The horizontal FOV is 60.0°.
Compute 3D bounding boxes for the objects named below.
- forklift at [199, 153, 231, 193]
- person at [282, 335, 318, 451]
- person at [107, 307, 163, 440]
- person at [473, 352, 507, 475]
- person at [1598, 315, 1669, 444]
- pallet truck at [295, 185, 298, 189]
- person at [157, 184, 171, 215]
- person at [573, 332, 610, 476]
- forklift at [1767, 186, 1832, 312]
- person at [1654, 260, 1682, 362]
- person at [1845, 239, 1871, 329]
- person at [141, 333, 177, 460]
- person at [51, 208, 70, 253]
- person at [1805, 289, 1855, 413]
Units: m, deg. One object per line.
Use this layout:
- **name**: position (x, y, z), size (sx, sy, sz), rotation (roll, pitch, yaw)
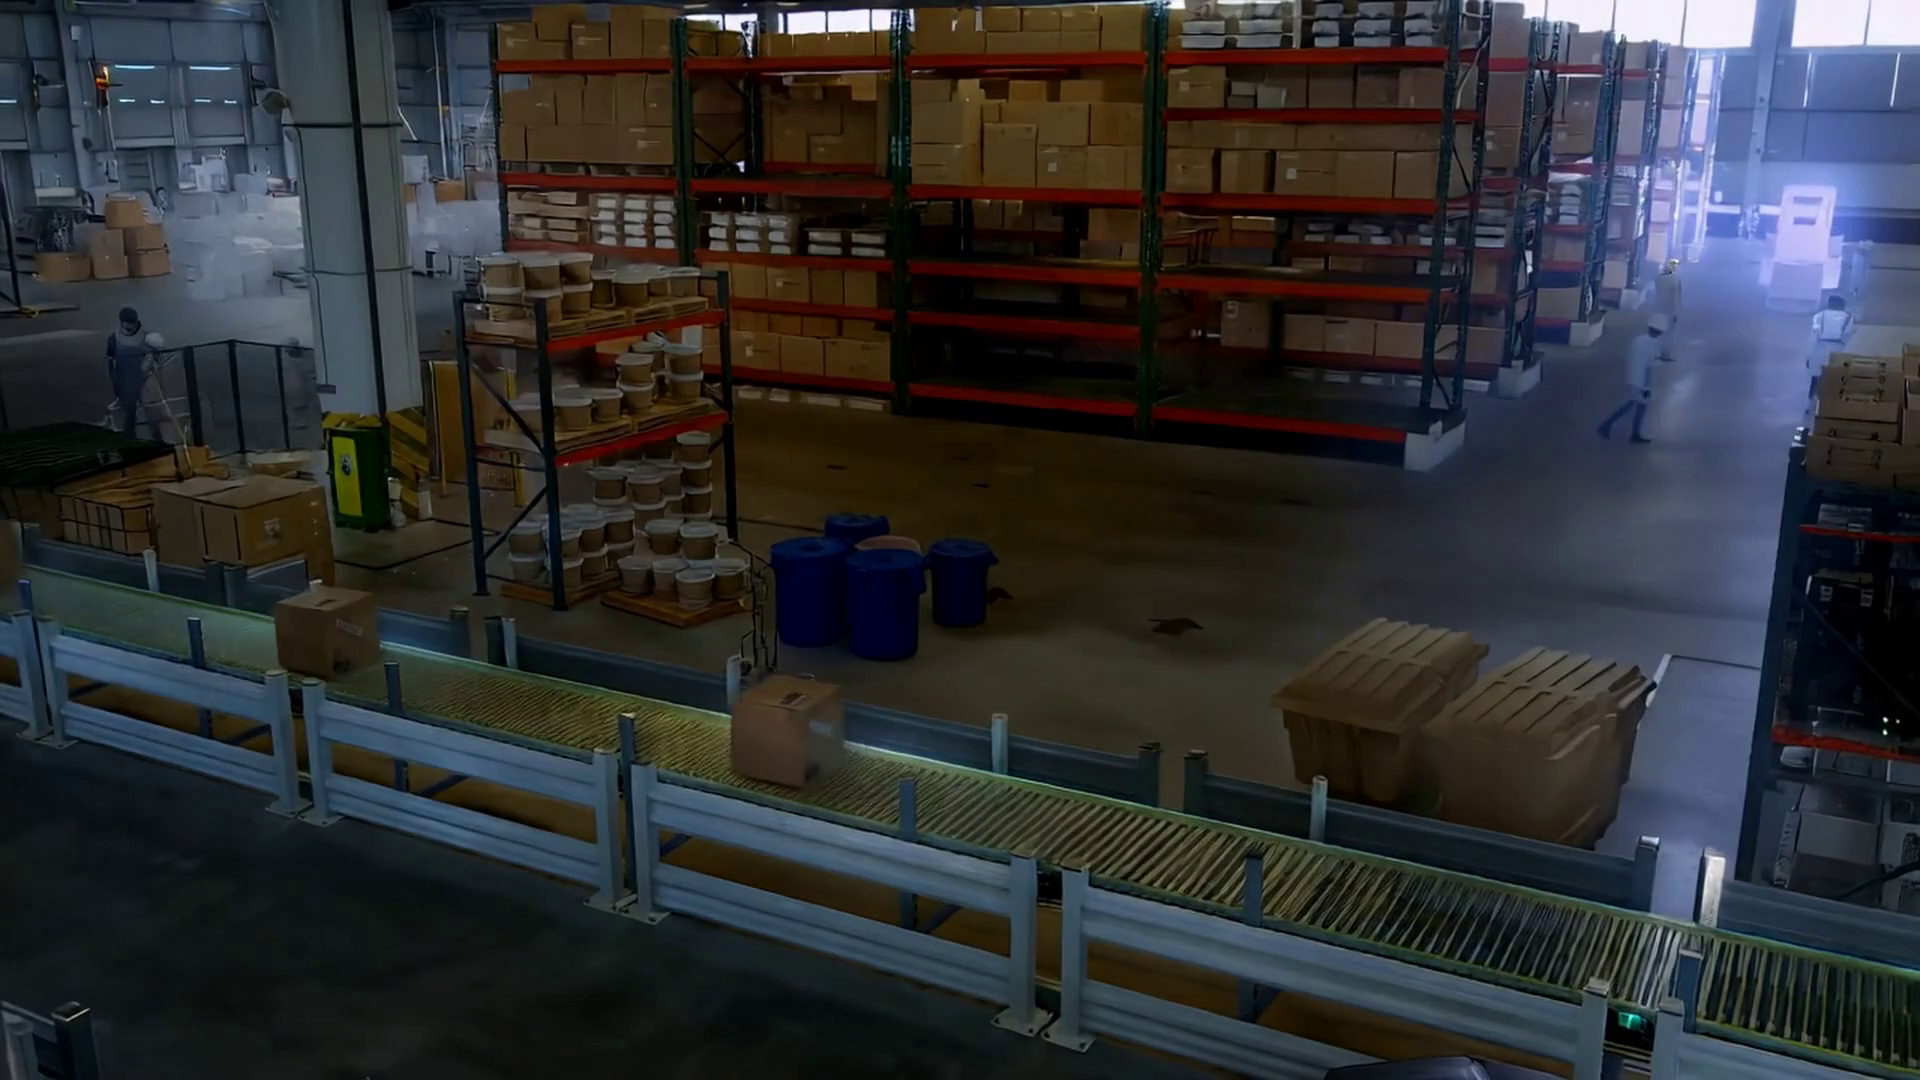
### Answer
- **forklift**: position (-27.440, -12.865, 61.464), size (1.873, 2.768, 1.129), rotation (8, 17, 28)
- **person**: position (-8.919, -1.923, 22.555), size (0.826, 1.706, 0.594), rotation (6, 16, 20)
- **person**: position (-11.357, -2.190, 22.941), size (0.678, 2.000, 0.537), rotation (-6, 16, -20)
- **person**: position (-6.148, -1.639, 21.674), size (0.339, 1.624, 0.504), rotation (6, 16, 22)
- **person**: position (9.527, -2.254, 23.480), size (0.727, 1.886, 0.623), rotation (-1, 15, -5)
- **pallet truck**: position (-26.804, -14.617, 69.738), size (1.885, 1.965, 0.823), rotation (-14, 20, -42)
- **person**: position (-27.468, -11.317, 57.445), size (0.351, 1.941, 0.545), rotation (-10, 18, -33)
- **person**: position (-4.821, -1.850, 21.747), size (0.378, 1.996, 0.611), rotation (2, 15, 8)
- **forklift**: position (19.588, -6.810, 38.702), size (1.129, 2.768, 1.873), rotation (8, 17, 27)
- **person**: position (13.235, -4.284, 31.089), size (0.400, 1.902, 0.642), rotation (-5, 16, -18)
- **person**: position (19.236, -5.483, 35.603), size (0.397, 1.900, 0.644), rotation (9, 17, 31)
- **person**: position (-10.807, -1.918, 22.483), size (0.656, 1.732, 0.542), rotation (-10, 18, -33)
- **person**: position (-26.783, -9.055, 49.544), size (0.538, 1.640, 0.347), rotation (0, 15, 1)
- **person**: position (13.288, -2.834, 25.463), size (0.606, 1.978, 1.079), rotation (6, 16, 22)
